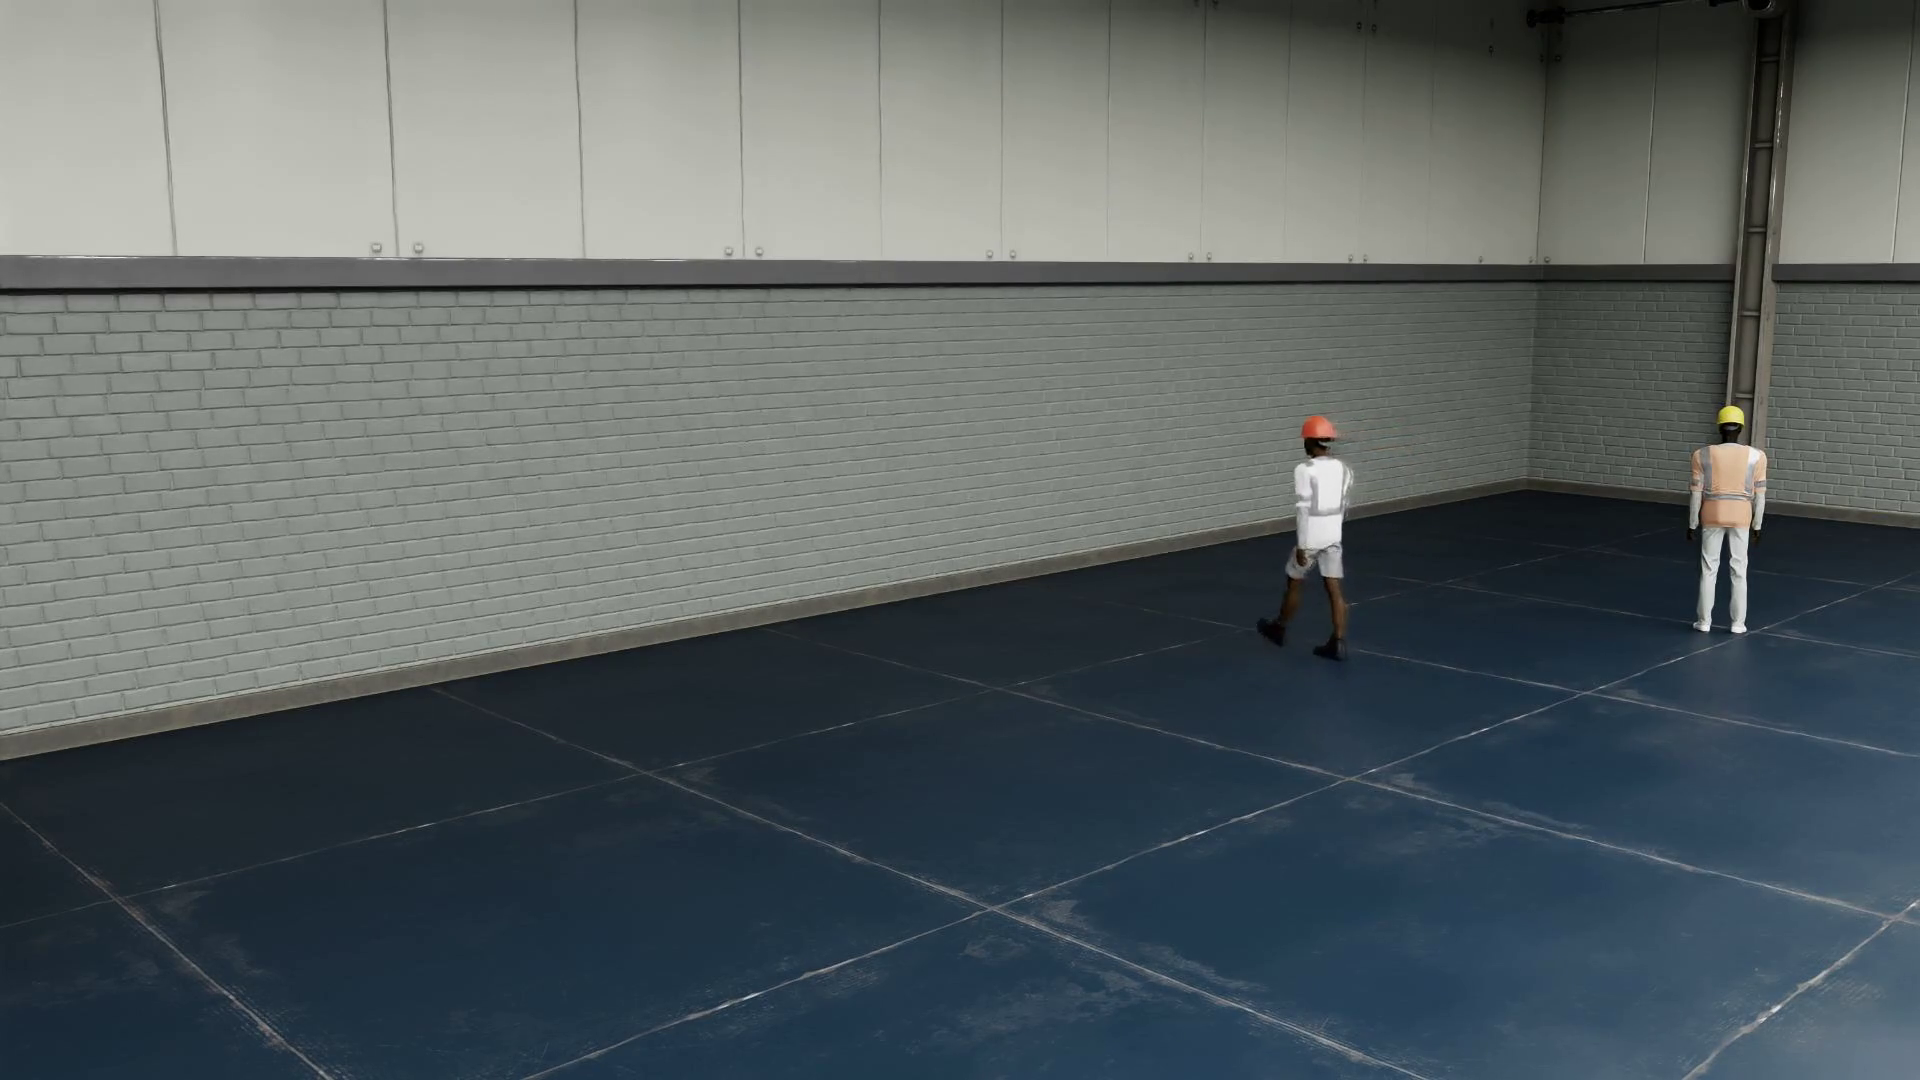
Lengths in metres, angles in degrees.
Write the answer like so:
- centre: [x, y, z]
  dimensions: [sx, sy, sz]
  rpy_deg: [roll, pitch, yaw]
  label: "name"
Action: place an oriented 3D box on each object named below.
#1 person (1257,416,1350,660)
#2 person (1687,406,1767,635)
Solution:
- centre: [2.775, -0.038, 13.231]
  dimensions: [0.569, 1.893, 0.965]
  rpy_deg: [-5, 10, -27]
  label: "person"
- centre: [6.413, -0.162, 13.945]
  dimensions: [0.586, 1.921, 0.379]
  rpy_deg: [3, 10, 20]
  label: "person"
